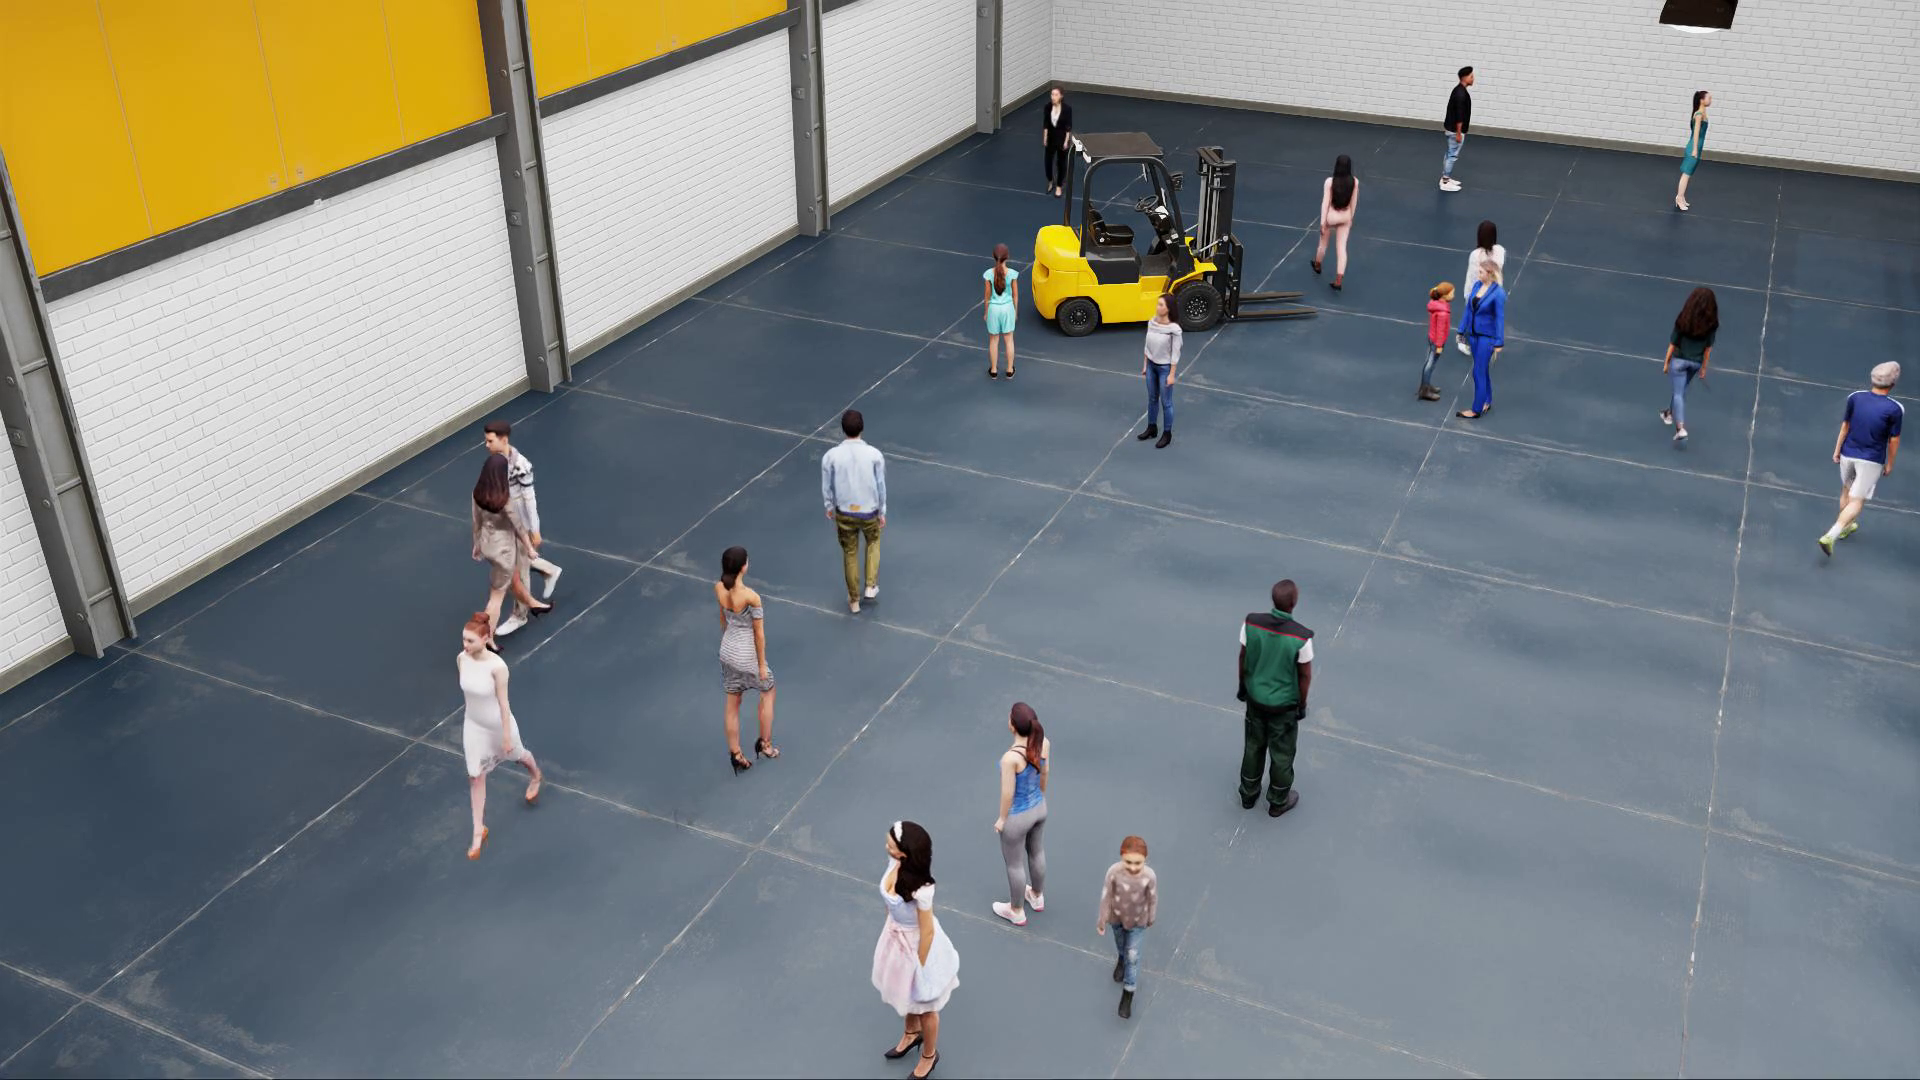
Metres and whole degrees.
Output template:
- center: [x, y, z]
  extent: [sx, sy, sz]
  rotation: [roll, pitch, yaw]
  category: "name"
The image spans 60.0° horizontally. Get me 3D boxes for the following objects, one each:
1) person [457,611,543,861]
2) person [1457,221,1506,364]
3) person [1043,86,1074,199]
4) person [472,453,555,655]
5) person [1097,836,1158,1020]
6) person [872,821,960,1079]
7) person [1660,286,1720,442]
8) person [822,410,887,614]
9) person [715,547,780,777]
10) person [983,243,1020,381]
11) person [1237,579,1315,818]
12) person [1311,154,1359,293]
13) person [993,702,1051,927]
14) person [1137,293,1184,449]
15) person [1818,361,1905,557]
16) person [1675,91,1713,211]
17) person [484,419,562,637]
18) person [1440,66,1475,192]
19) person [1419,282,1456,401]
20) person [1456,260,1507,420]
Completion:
- center: [-3.111, 1.249, 11.316]
  extent: [0.618, 1.745, 1.099]
  rotation: [11, 31, 20]
  category: "person"
- center: [5.961, -2.787, 18.849]
  extent: [0.954, 1.617, 1.063]
  rotation: [-6, 29, -10]
  category: "person"
- center: [1.464, -5.872, 24.474]
  extent: [0.634, 1.647, 0.639]
  rotation: [9, 30, 16]
  category: "person"
- center: [-3.748, 0.172, 13.347]
  extent: [0.736, 1.692, 1.118]
  rotation: [19, 34, 30]
  category: "person"
- center: [1.020, 2.249, 10.090]
  extent: [0.559, 1.164, 0.838]
  rotation: [8, 30, 14]
  category: "person"
- center: [-0.268, 2.299, 9.320]
  extent: [0.908, 1.814, 0.856]
  rotation: [-13, 31, -23]
  category: "person"
- center: [7.461, -1.783, 17.043]
  extent: [0.834, 1.584, 1.144]
  rotation: [2, 29, 4]
  category: "person"
- center: [-0.863, -0.193, 13.906]
  extent: [0.812, 1.796, 0.829]
  rotation: [-1, 29, -2]
  category: "person"
- center: [-1.620, 0.910, 11.869]
  extent: [0.673, 1.811, 0.685]
  rotation: [18, 34, 30]
  category: "person"
- center: [0.454, -2.543, 18.464]
  extent: [0.629, 1.557, 0.652]
  rotation: [1, 29, 1]
  category: "person"
- center: [2.166, 1.090, 11.510]
  extent: [0.715, 1.838, 0.658]
  rotation: [18, 33, 29]
  category: "person"
- center: [4.773, -3.949, 20.927]
  extent: [1.064, 1.668, 1.248]
  rotation: [-4, 29, -7]
  category: "person"
- center: [0.398, 1.730, 10.578]
  extent: [0.570, 1.608, 0.693]
  rotation: [-25, 37, -38]
  category: "person"
- center: [2.051, -1.743, 16.916]
  extent: [0.656, 1.635, 0.674]
  rotation: [-22, 35, -34]
  category: "person"
- center: [8.012, -0.702, 14.829]
  extent: [1.250, 1.807, 0.977]
  rotation: [-22, 35, -34]
  category: "person"
- center: [10.585, -5.630, 23.990]
  extent: [0.615, 1.686, 0.432]
  rotation: [14, 32, 24]
  category: "person"
- center: [-3.632, -0.170, 13.824]
  extent: [0.925, 1.835, 1.145]
  rotation: [25, 37, 38]
  category: "person"
- center: [7.397, -6.155, 24.819]
  extent: [0.801, 1.812, 0.616]
  rotation: [6, 29, 11]
  category: "person"
- center: [5.158, -2.170, 18.032]
  extent: [0.616, 1.316, 0.498]
  rotation: [5, 29, 9]
  category: "person"
- center: [5.603, -2.146, 17.620]
  extent: [0.959, 1.669, 0.898]
  rotation: [-16, 32, -26]
  category: "person"
